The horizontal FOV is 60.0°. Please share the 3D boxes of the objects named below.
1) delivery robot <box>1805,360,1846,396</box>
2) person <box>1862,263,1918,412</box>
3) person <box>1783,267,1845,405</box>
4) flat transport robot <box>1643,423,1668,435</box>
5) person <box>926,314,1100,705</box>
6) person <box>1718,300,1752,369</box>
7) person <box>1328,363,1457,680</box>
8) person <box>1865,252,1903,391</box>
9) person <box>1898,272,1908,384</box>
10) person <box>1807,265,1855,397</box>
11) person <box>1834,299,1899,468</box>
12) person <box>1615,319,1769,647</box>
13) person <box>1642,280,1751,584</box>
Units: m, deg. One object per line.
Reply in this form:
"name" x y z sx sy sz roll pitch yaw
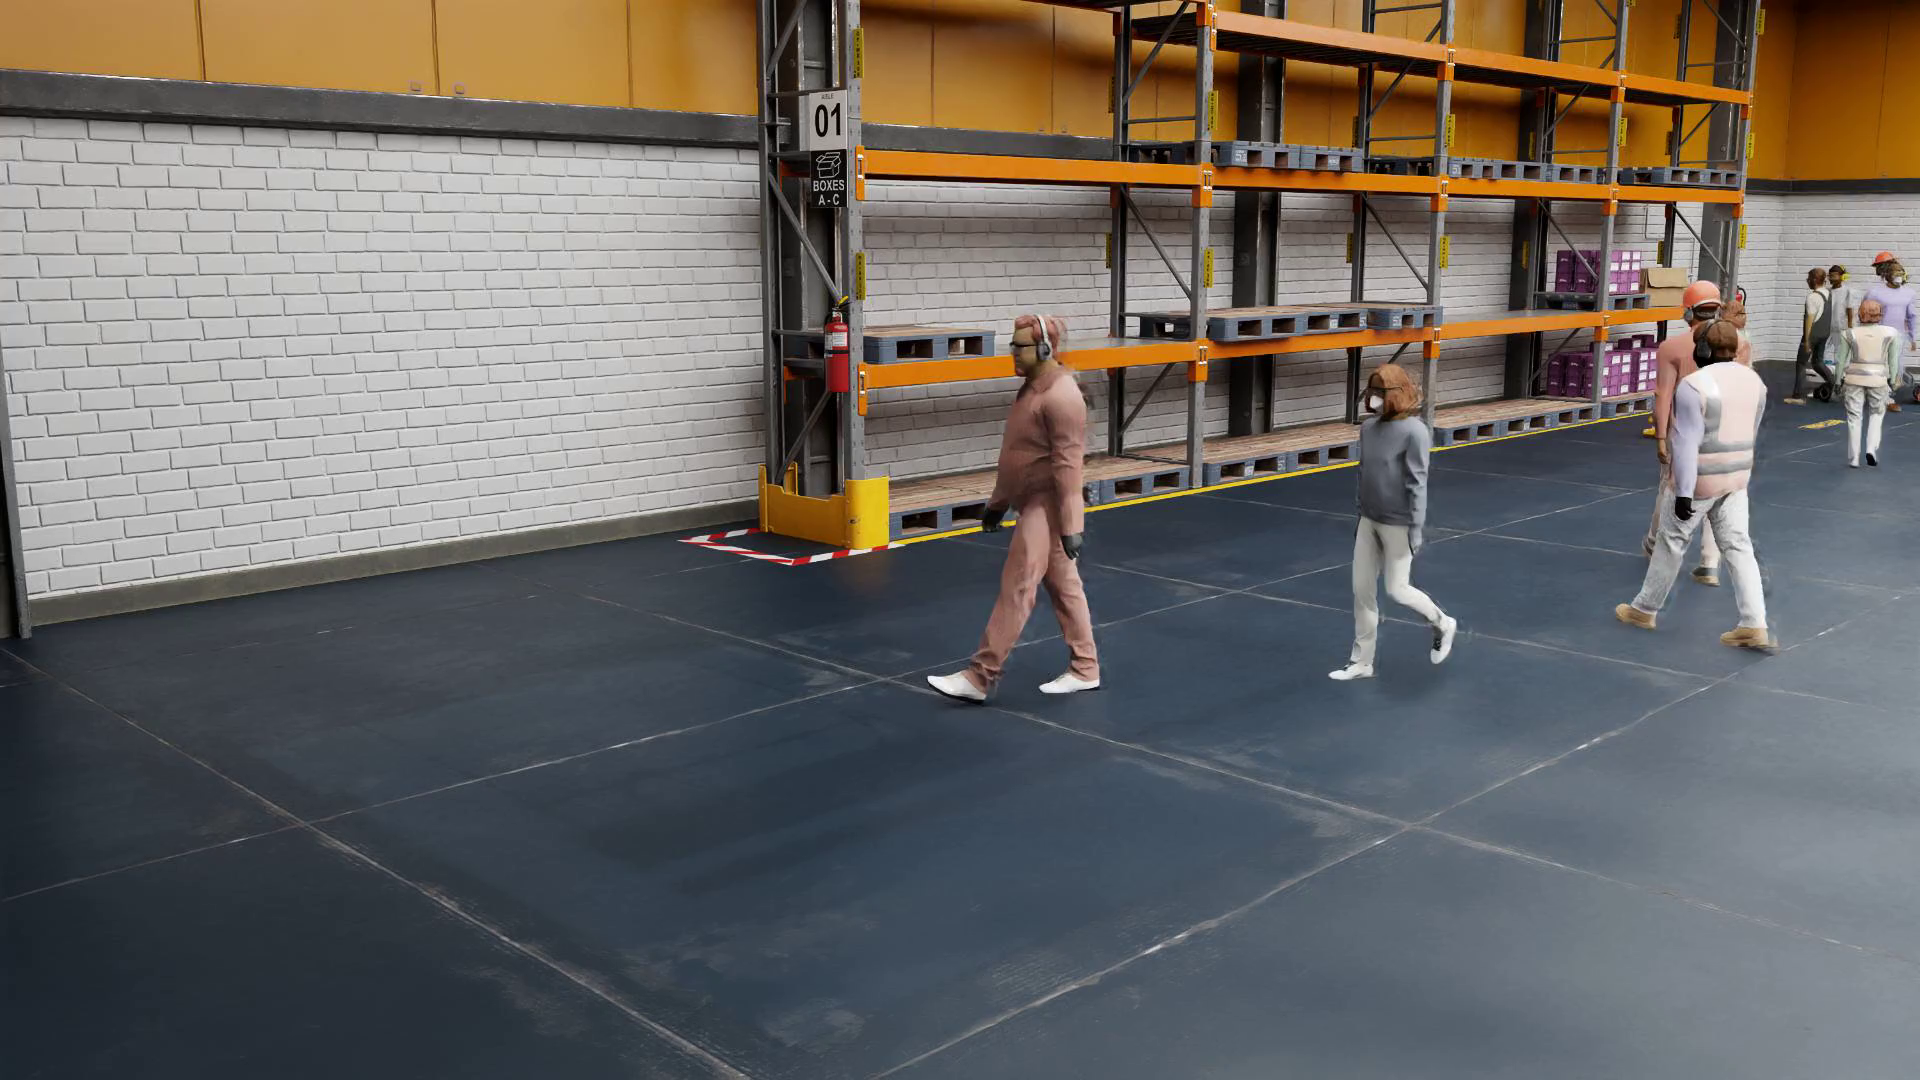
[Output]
"delivery robot" 11.758 -2.200 22.538 0.477 0.478 0.707 -3 11 -16
"person" 11.965 -2.619 21.459 0.645 1.894 1.005 0 10 0
"person" 11.266 -2.658 21.822 0.508 1.820 0.714 -5 11 -24
"flat transport robot" 8.280 -1.306 18.694 0.652 0.197 1.431 10 14 42
"person" 0.272 -0.135 7.976 0.950 1.867 0.646 -1 10 -8
"person" 7.223 -1.437 15.691 0.264 1.632 0.508 -6 12 -29
"person" 2.211 -0.089 8.391 0.643 1.611 0.506 -5 11 -24
"person" 13.147 -3.099 23.719 0.617 2.006 0.626 5 12 27
"person" 13.678 -3.093 24.419 0.469 1.751 0.593 9 14 40
"person" 12.172 -2.886 23.052 0.684 1.837 0.575 -6 12 -29
"person" 8.730 -1.501 16.041 0.549 1.623 0.367 5 11 23
"person" 4.138 -0.321 9.194 0.642 1.792 0.982 -4 11 -22
"person" 4.867 -0.727 10.981 0.624 1.939 1.009 2 11 9
